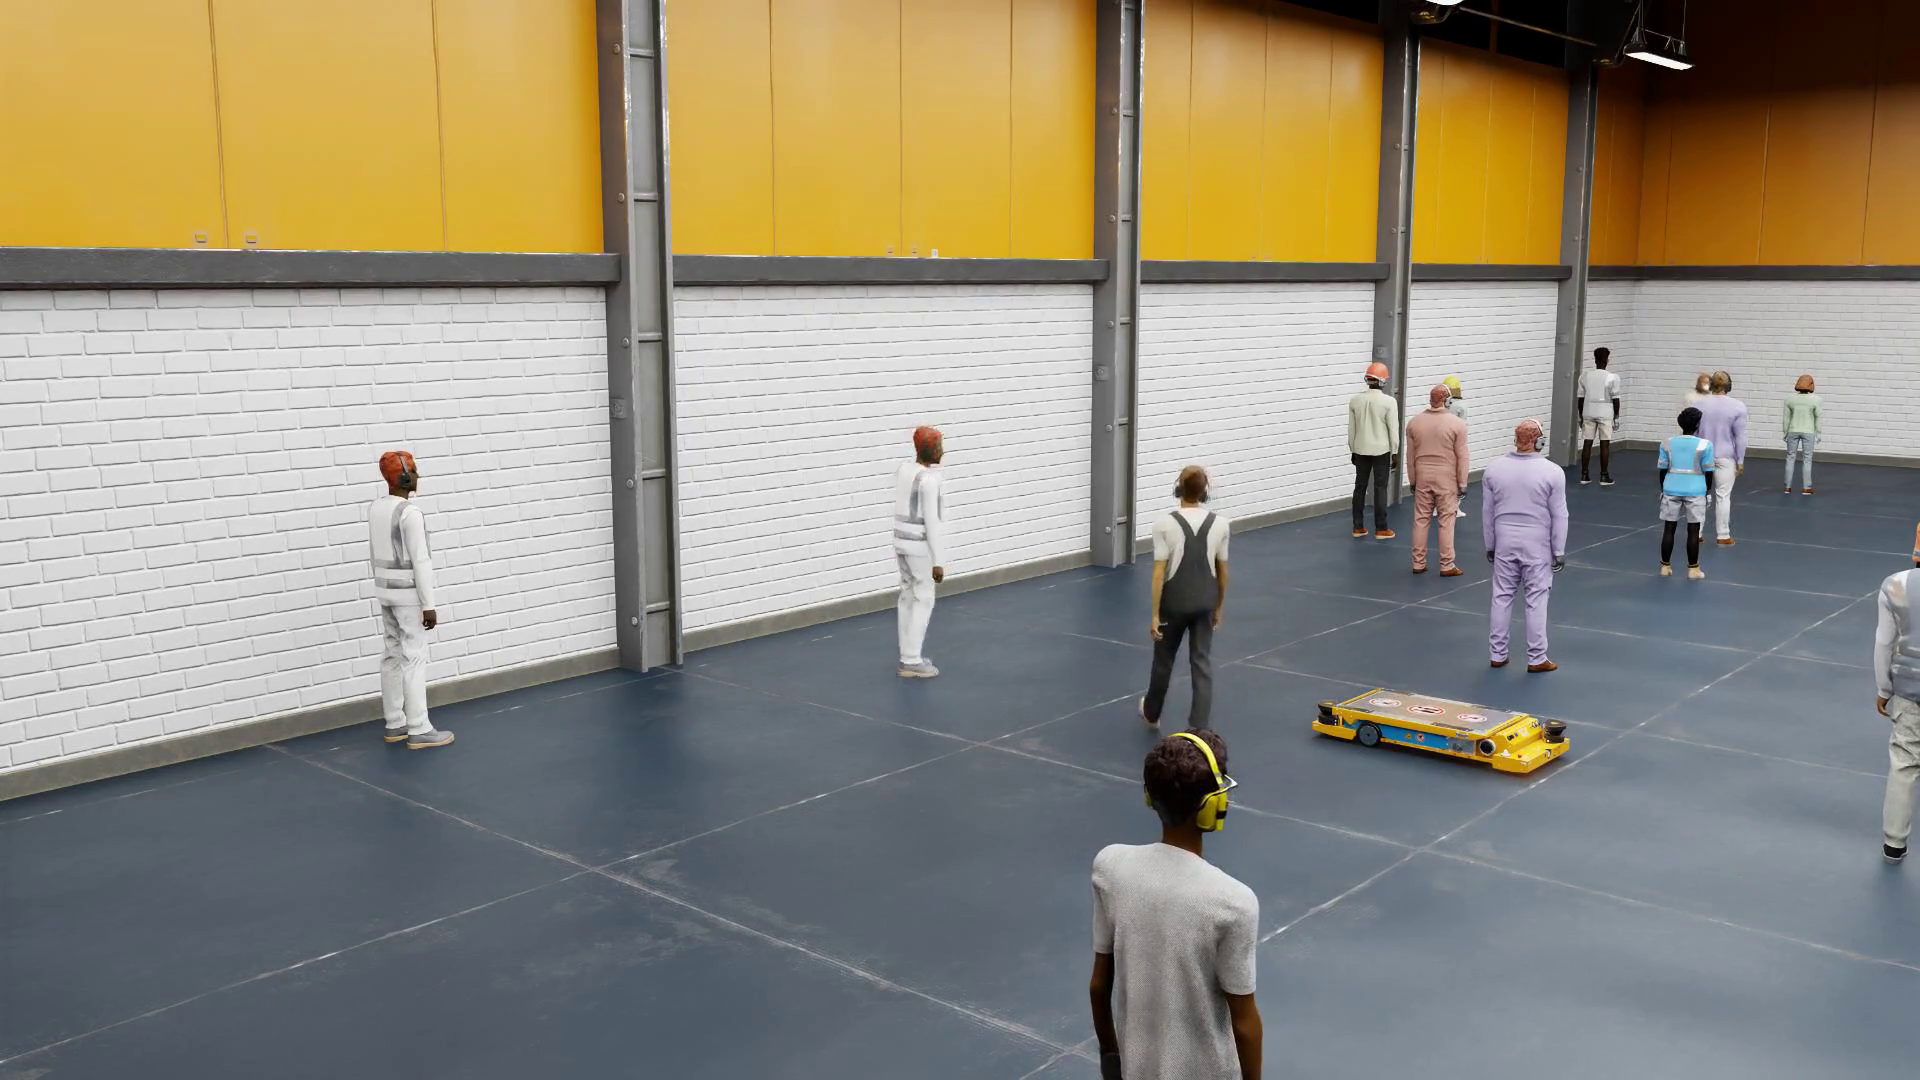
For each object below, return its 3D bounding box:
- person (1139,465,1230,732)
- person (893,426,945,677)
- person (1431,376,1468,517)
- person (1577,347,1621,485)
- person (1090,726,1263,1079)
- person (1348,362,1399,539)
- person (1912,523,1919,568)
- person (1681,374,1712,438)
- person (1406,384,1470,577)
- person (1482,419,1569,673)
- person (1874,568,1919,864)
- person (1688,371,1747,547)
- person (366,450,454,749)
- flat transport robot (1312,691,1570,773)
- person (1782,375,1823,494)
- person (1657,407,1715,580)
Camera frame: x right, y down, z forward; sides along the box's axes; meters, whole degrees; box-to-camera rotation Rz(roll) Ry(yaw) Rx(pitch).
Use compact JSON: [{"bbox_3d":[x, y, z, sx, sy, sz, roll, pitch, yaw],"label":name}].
[{"bbox_3d":[1.394,0.424,10.470,0.525,1.792,0.950,-2,9,-10],"label":"person"},{"bbox_3d":[-0.344,0.091,12.390,0.416,1.864,0.615,-5,10,-28],"label":"person"},{"bbox_3d":[6.035,-1.154,20.528,0.487,1.746,0.287,8,12,40],"label":"person"},{"bbox_3d":[9.089,-1.764,23.664,0.606,1.966,0.367,8,12,40],"label":"person"},{"bbox_3d":[0.560,1.385,4.200,0.513,1.872,0.328,8,12,40],"label":"person"},{"bbox_3d":[4.686,-1.009,18.835,0.612,1.995,0.378,8,12,40],"label":"person"},{"bbox_3d":[6.569,0.392,10.970,0.535,1.700,0.318,8,12,40],"label":"person"},{"bbox_3d":[10.387,-1.510,23.217,0.523,1.585,0.825,1,9,4],"label":"person"},{"bbox_3d":[4.741,-0.589,16.480,0.642,1.908,0.409,8,12,40],"label":"person"},{"bbox_3d":[4.253,0.043,12.510,0.642,1.908,0.409,8,12,40],"label":"person"},{"bbox_3d":[4.891,0.748,8.303,0.590,1.837,0.404,8,12,40],"label":"person"},{"bbox_3d":[8.285,-0.886,18.243,0.631,1.940,0.372,8,12,40],"label":"person"},{"bbox_3d":[-3.495,0.374,10.501,0.575,1.885,0.355,8,12,40],"label":"person"},{"bbox_3d":[3.022,1.178,10.503,1.431,0.197,0.652,8,12,40],"label":"flat transport robot"},{"bbox_3d":[11.460,-1.435,22.643,0.500,1.633,0.282,8,12,40],"label":"person"},{"bbox_3d":[7.099,-0.453,16.282,0.535,1.697,0.318,8,12,40],"label":"person"}]
